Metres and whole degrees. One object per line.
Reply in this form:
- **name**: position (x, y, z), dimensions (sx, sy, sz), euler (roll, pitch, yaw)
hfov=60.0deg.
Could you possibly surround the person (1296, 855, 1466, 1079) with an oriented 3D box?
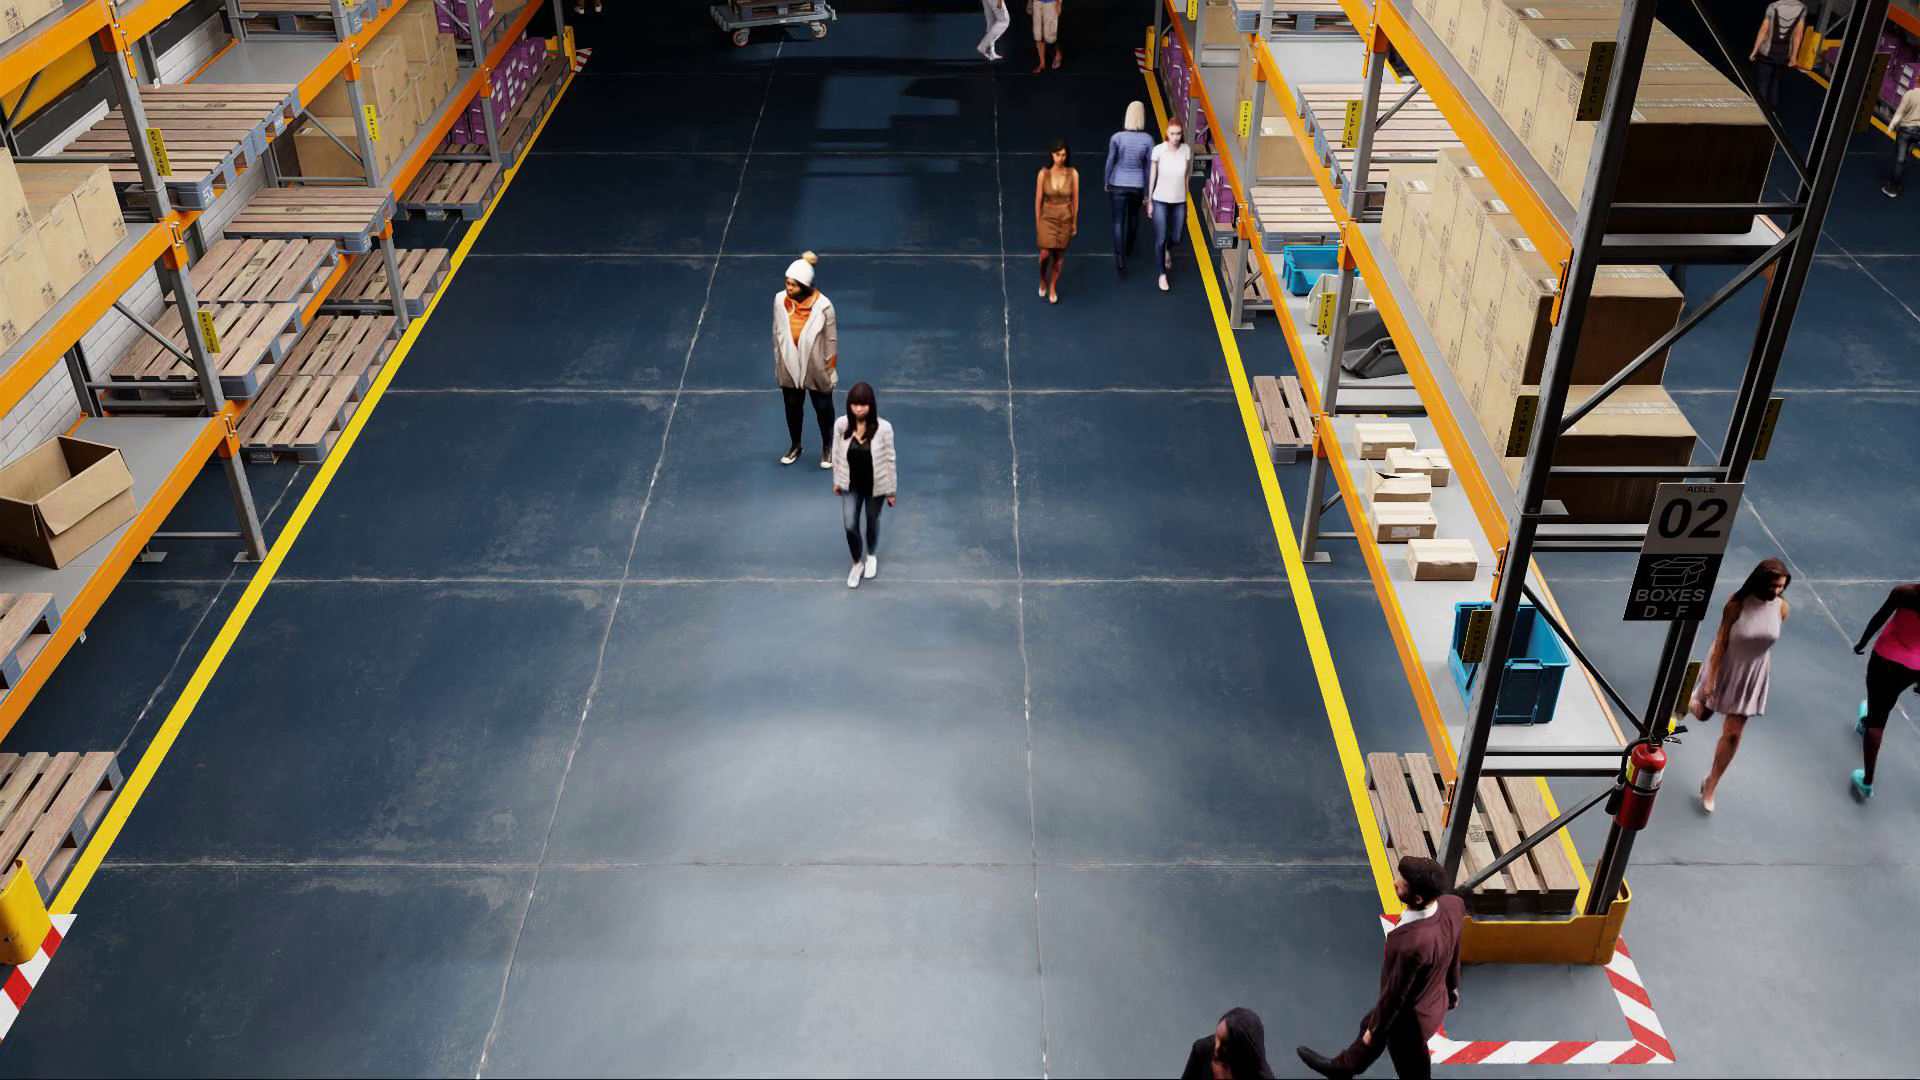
- **person**: position (2.236, 2.296, 7.958), dimensions (1.210, 1.809, 1.233), euler (23, 40, 30)

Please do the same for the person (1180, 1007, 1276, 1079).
- **person**: position (1.289, 2.686, 7.494), dimensions (1.131, 1.673, 1.180), euler (-21, 39, -28)

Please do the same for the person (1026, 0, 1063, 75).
- **person**: position (1.187, -7.182, 22.187), dimensions (0.808, 1.843, 0.875), euler (18, 38, 25)

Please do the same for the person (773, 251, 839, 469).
- **person**: position (-1.243, -1.472, 13.551), dimensions (0.754, 1.894, 0.737), euler (7, 34, 10)

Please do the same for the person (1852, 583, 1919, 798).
- **person**: position (5.795, 0.837, 10.279), dimensions (0.807, 1.669, 1.169), euler (10, 35, 15)

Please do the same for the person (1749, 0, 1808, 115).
- **person**: position (9.930, -5.880, 20.194), dimensions (0.651, 1.880, 0.636), euler (2, 34, 3)

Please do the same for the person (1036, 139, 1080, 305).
- **person**: position (0.938, -3.124, 16.234), dimensions (0.569, 1.675, 0.584), euler (-2, 34, -2)

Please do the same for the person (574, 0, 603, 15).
- **person**: position (-5.588, -8.719, 24.512), dimensions (0.759, 1.828, 0.723), euler (-13, 36, -19)

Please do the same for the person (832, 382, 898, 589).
- **person**: position (-0.695, -0.468, 12.277), dimensions (0.653, 1.631, 0.658), euler (2, 34, 3)

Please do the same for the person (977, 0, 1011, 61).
- **person**: position (0.364, -7.362, 22.529), dimensions (0.831, 1.764, 0.786), euler (-19, 38, -26)

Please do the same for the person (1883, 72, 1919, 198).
- **person**: position (10.630, -4.528, 18.544), dimensions (0.568, 1.454, 0.619), euler (0, 34, 0)

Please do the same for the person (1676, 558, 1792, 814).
- **person**: position (4.726, 0.803, 10.264), dimensions (0.671, 1.743, 1.088), euler (4, 34, 7)

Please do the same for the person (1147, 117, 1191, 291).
- **person**: position (2.060, -3.376, 16.565), dimensions (0.588, 1.727, 0.801), euler (-2, 34, -4)

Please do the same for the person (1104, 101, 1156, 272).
- **person**: position (1.697, -3.550, 16.841), dimensions (0.660, 1.712, 1.080), euler (1, 34, 1)
